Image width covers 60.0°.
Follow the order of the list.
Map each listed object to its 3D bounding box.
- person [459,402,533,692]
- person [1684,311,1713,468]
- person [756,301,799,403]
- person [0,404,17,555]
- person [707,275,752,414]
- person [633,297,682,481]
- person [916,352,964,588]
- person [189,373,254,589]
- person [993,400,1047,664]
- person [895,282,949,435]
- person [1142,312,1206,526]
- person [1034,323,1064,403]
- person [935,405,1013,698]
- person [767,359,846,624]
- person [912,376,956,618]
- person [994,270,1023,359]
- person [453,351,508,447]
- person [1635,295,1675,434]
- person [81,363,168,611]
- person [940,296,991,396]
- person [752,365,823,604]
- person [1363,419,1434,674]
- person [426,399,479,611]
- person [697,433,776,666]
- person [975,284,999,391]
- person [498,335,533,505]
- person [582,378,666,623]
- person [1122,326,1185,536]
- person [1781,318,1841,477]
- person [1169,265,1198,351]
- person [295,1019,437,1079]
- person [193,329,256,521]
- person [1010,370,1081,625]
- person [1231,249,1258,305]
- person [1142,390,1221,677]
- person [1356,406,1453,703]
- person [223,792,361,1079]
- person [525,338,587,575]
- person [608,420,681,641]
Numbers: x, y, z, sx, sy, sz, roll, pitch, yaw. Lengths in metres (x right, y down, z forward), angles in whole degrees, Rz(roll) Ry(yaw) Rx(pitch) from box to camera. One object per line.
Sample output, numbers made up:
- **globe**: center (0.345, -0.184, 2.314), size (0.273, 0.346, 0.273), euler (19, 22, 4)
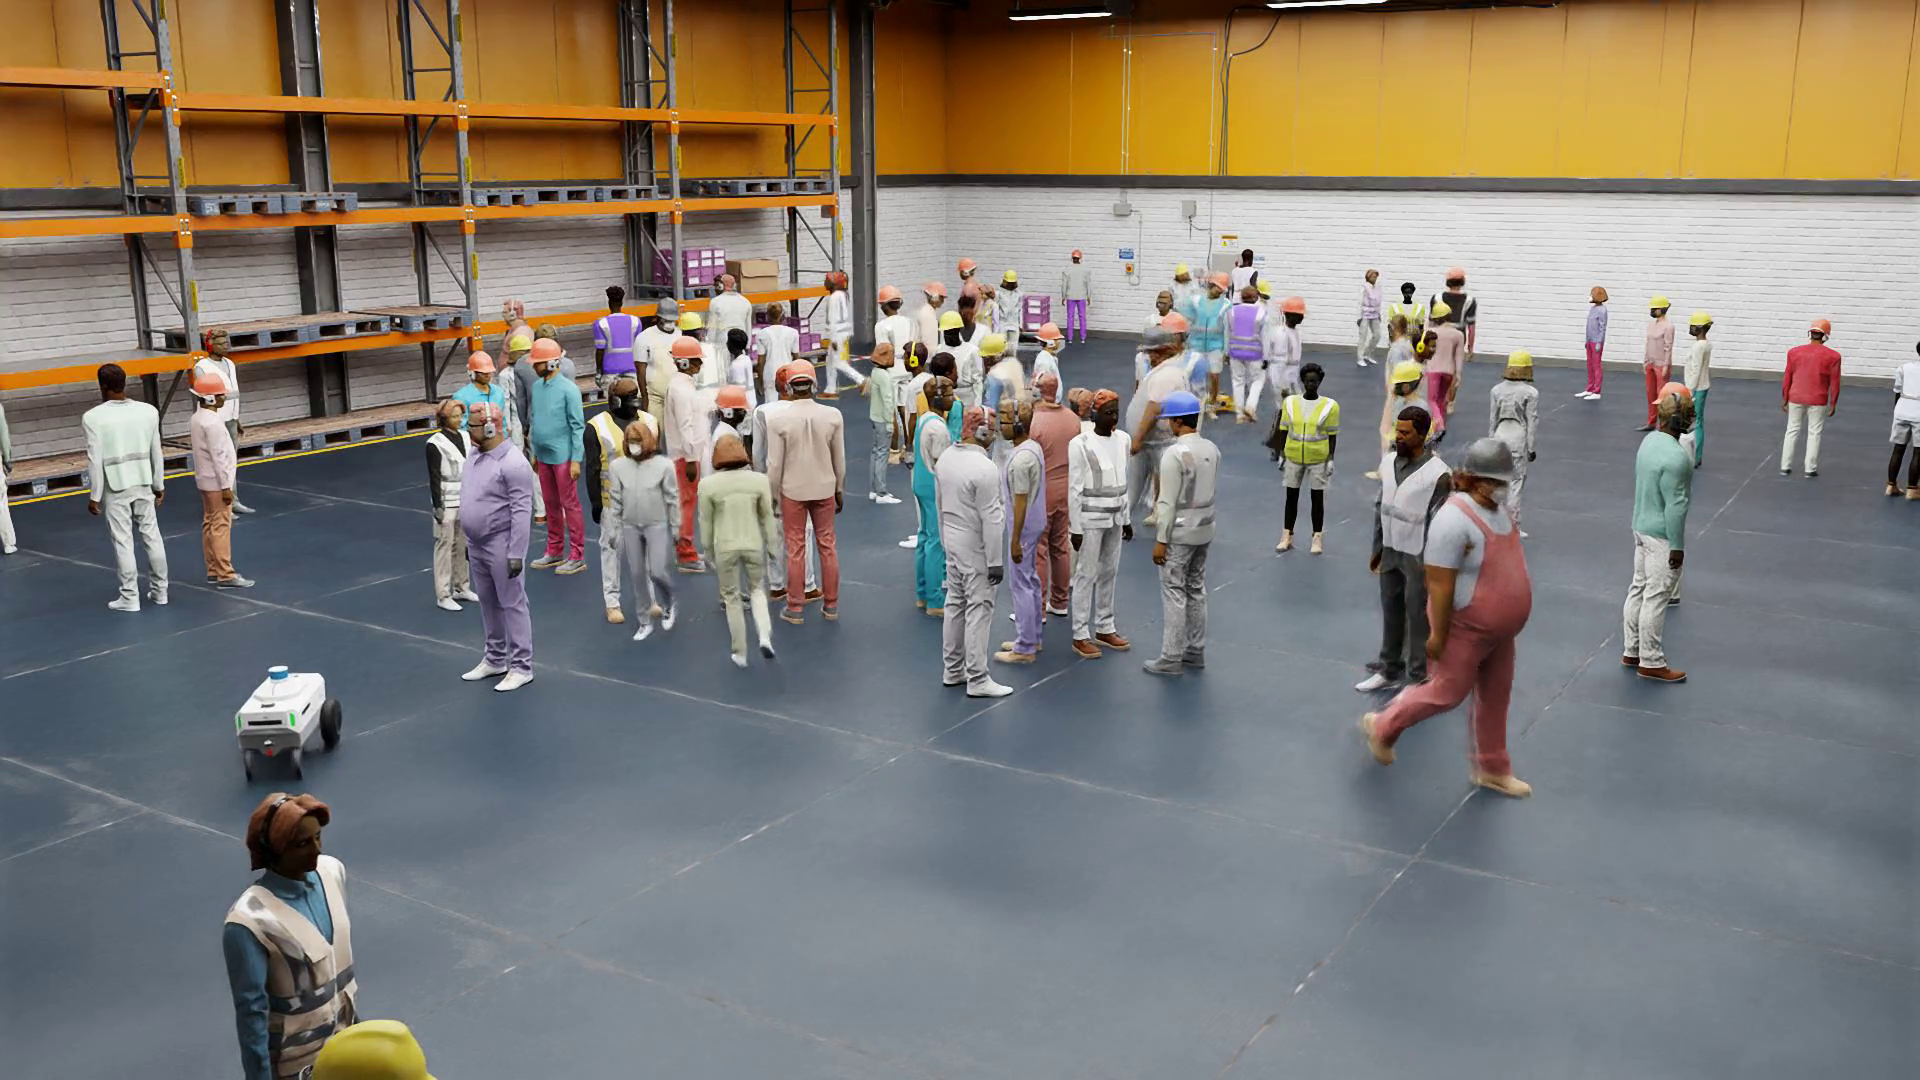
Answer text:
- **person**: center (-3.072, 0.037, 10.944), size (0.643, 1.906, 0.410), euler (11, 17, 40)
- **person**: center (8.274, -1.693, 18.752), size (0.313, 1.767, 0.533), euler (9, 16, 34)
- **person**: center (-2.084, -1.811, 19.105), size (0.507, 1.840, 0.343), euler (-3, 13, -12)
- **person**: center (-8.562, -0.650, 14.512), size (0.523, 1.636, 0.310), euler (-10, 16, -36)
- **person**: center (-3.146, -2.656, 22.651), size (0.659, 1.896, 0.401), euler (-10, 16, -36)
- **person**: center (-3.049, -1.547, 17.517), size (0.676, 2.000, 0.536), euler (-10, 16, -37)
- **person**: center (-0.147, -0.570, 13.542), size (0.392, 1.922, 0.587), euler (-9, 16, -35)
- **person**: center (-6.033, -0.485, 13.535), size (0.327, 1.753, 0.563), euler (-10, 16, -38)
- **person**: center (0.424, -0.052, 11.490), size (0.340, 1.838, 0.506), euler (3, 13, 12)
- **person**: center (-0.422, -2.286, 21.018), size (0.904, 1.918, 0.639), euler (3, 13, 11)
- **person**: center (1.996, -1.117, 15.644), size (0.610, 2.043, 0.375), euler (7, 15, 29)
- **person**: center (0.932, -1.409, 17.537), size (0.318, 1.755, 0.569), euler (1, 13, 3)
- **person**: center (0.106, 0.069, 10.815), size (0.402, 1.899, 0.651), euler (-8, 15, -30)
- **person**: center (-1.156, -0.359, 12.486), size (0.610, 1.985, 0.392), euler (-5, 14, -21)
- **person**: center (-0.181, -0.333, 12.677), size (0.351, 1.847, 0.507), euler (-4, 13, -15)
- **person**: center (0.764, -3.336, 25.945), size (0.485, 1.736, 0.308), euler (-5, 14, -20)
- **person**: center (-4.291, -0.835, 15.055), size (0.338, 1.749, 0.573), euler (8, 15, 31)
- **person**: center (8.804, -2.213, 21.033), size (0.340, 1.760, 0.530), euler (-2, 13, -9)
- **person**: center (-6.423, -0.405, 12.834), size (0.375, 1.916, 0.599), euler (8, 15, 32)
- **person**: center (0.068, -1.922, 19.507), size (0.616, 1.886, 1.079), euler (-2, 13, -8)
- **person**: center (-1.329, -0.434, 13.030), size (0.587, 1.882, 0.341), euler (4, 14, 16)
- **person**: center (3.070, 0.054, 11.078), size (0.581, 1.814, 0.611), euler (2, 13, 10)
- **person**: center (-3.925, -0.281, 12.903), size (0.313, 1.639, 0.517), euler (4, 14, 18)
- **person**: center (-1.524, 0.078, 11.388), size (0.509, 1.610, 0.423), euler (-5, 14, -21)
- **person**: center (0.407, -2.939, 24.437), size (0.310, 1.639, 0.514), euler (-7, 15, -28)
- **person**: center (-4.302, -1.156, 16.472), size (0.295, 1.744, 0.490), euler (12, 18, 42)
- **person**: center (-2.507, -0.304, 12.563), size (0.629, 1.843, 0.429), euler (-10, 16, -36)
- **person**: center (1.650, -0.949, 14.923), size (1.008, 2.000, 0.686), euler (-1, 13, -3)
- **person**: center (9.315, -1.556, 18.217), size (0.574, 1.740, 0.349), euler (10, 16, 36)
- **person**: center (3.693, -3.683, 27.492), size (0.508, 1.706, 0.512), euler (4, 14, 18)
- **person**: center (-1.210, 1.828, 3.503), size (0.339, 1.761, 0.524), euler (-1, 13, -4)
- **person**: center (-7.155, -1.121, 16.093), size (0.386, 1.845, 0.568), euler (1, 13, 4)
- **person**: center (0.616, -0.321, 12.492), size (0.409, 1.907, 0.651), euler (11, 17, 40)
- **person**: center (4.910, -4.052, 28.683), size (0.424, 1.909, 0.589), euler (-8, 15, -31)
- **person**: center (1.511, -0.043, 11.243), size (0.420, 1.932, 0.619), euler (10, 16, 37)
- **person**: center (2.881, 0.090, 10.685), size (0.391, 1.920, 0.593), euler (-7, 15, -29)
- **person**: center (-1.981, 1.537, 5.018), size (0.309, 1.638, 0.523), euler (3, 13, 12)
- **person**: center (-3.403, -0.702, 13.966), size (0.625, 1.985, 0.392), euler (11, 17, 39)
- **person**: center (-2.275, -0.066, 12.025), size (0.505, 1.623, 0.358), euler (2, 13, 9)
